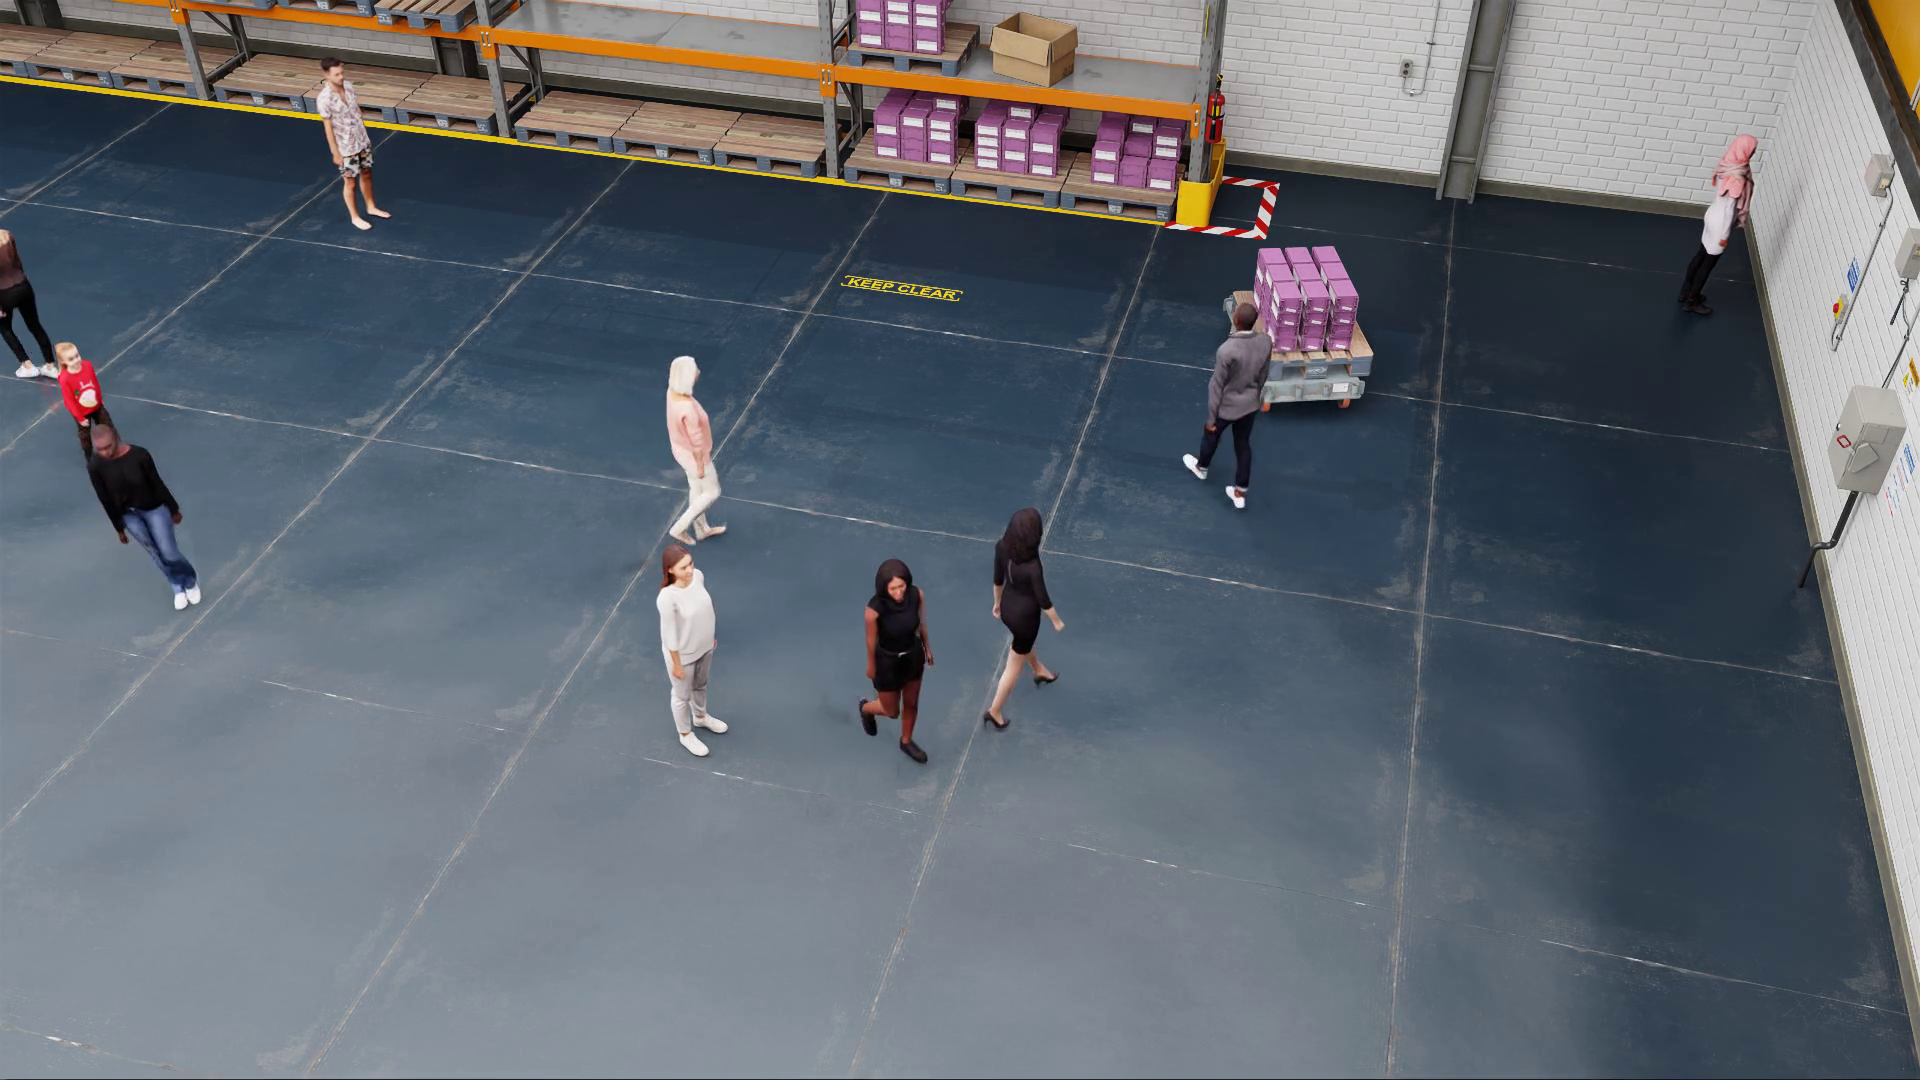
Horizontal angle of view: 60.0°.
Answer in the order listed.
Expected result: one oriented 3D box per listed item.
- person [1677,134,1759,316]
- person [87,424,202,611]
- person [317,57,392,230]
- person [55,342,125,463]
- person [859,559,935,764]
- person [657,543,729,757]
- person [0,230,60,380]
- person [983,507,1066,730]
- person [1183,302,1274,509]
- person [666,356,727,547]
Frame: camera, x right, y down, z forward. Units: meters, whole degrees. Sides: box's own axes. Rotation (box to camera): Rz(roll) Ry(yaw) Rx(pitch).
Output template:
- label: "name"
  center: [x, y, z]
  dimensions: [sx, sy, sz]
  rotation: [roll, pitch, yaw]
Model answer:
- label: "person"
  center: [7.175, -2.990, 15.730]
  dimensions: [0.654, 1.803, 0.672]
  rotation: [2, 39, 3]
- label: "person"
  center: [-6.056, -0.238, 12.345]
  dimensions: [0.710, 1.726, 0.804]
  rotation: [-10, 40, -13]
- label: "person"
  center: [-6.311, -4.109, 17.124]
  dimensions: [0.628, 1.812, 0.706]
  rotation: [16, 41, 19]
- label: "person"
  center: [-7.281, -1.103, 13.811]
  dimensions: [0.939, 1.249, 0.645]
  rotation: [19, 42, 22]
- label: "person"
  center: [-0.474, 0.769, 11.083]
  dimensions: [0.837, 1.728, 0.924]
  rotation: [-28, 46, -30]
- label: "person"
  center: [-1.832, 0.709, 11.190]
  dimensions: [0.607, 1.688, 0.641]
  rotation: [18, 42, 22]
- label: "person"
  center: [-8.354, -2.158, 14.781]
  dimensions: [0.651, 1.687, 0.664]
  rotation: [17, 42, 20]
- label: "person"
  center: [0.354, 0.591, 11.277]
  dimensions: [1.042, 1.764, 0.998]
  rotation: [-22, 44, -25]
- label: "person"
  center: [2.245, -1.021, 13.273]
  dimensions: [1.068, 1.792, 1.095]
  rotation: [-14, 41, -17]
- label: "person"
  center: [-2.156, -0.652, 12.873]
  dimensions: [0.871, 1.715, 0.815]
  rotation: [-21, 43, -24]
